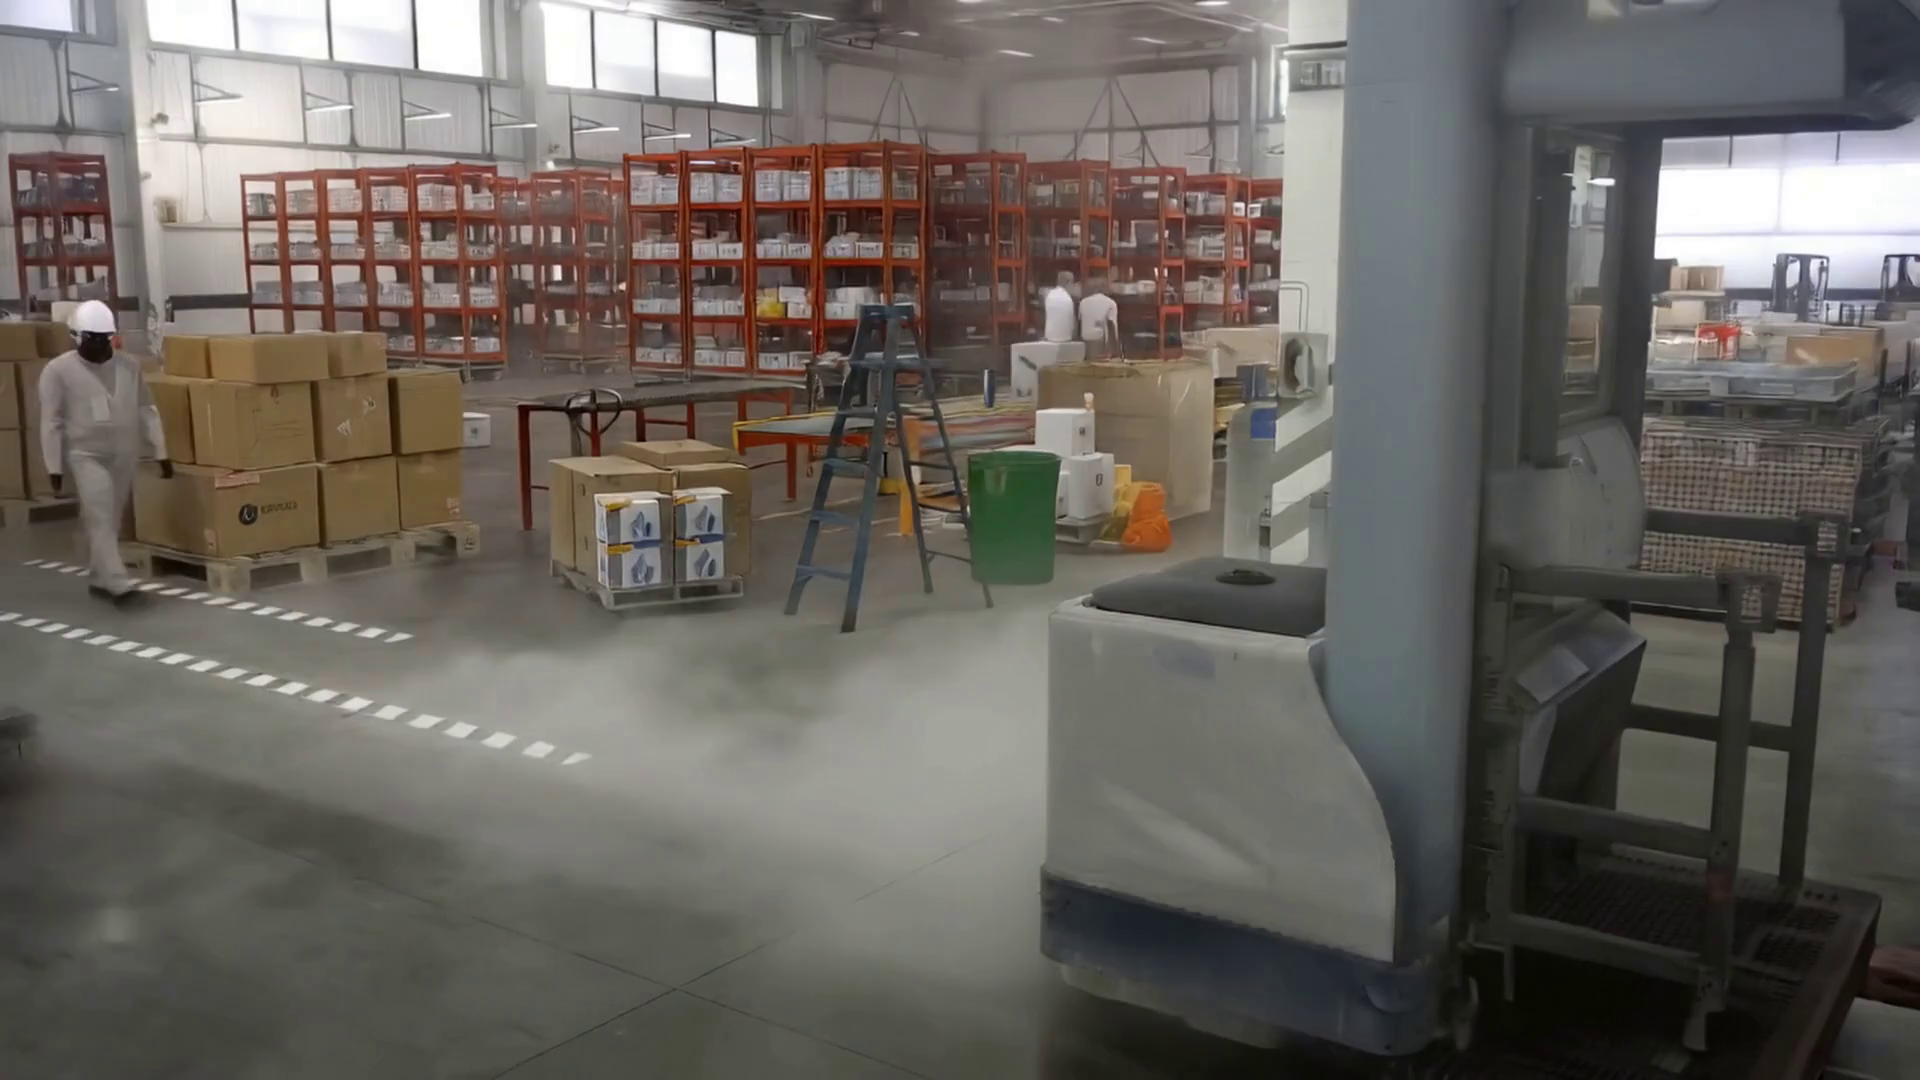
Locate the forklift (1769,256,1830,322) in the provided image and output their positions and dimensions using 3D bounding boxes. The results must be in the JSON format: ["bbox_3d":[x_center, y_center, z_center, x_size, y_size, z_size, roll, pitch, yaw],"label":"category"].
[{"bbox_3d":[20.253,-5.854,40.139,1.157,1.987,2.680,7,12,35],"label":"forklift"}]

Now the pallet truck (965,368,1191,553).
[{"bbox_3d":[0.845,-0.609,11.869,1.630,1.274,0.653,7,12,35],"label":"pallet truck"}]

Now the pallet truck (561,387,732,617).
[{"bbox_3d":[-1.981,-0.274,10.088,0.680,1.201,1.601,-5,11,-28],"label":"pallet truck"}]

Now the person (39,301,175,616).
[{"bbox_3d":[-4.872,-0.470,9.587,0.898,1.789,0.614,5,11,28],"label":"person"}]

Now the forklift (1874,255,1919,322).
[{"bbox_3d":[22.089,-5.634,38.796,1.157,1.987,2.680,6,11,33],"label":"forklift"}]

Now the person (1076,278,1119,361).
[{"bbox_3d":[1.934,-2.736,23.094,0.583,1.779,1.008,7,12,35],"label":"person"}]

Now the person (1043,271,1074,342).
[{"bbox_3d":[1.432,-2.889,23.710,0.431,1.881,0.670,-5,11,-25],"label":"person"}]

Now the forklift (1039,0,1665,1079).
[{"bbox_3d":[1.249,-0.137,4.360,1.873,2.768,1.129,7,12,35],"label":"forklift"}]
